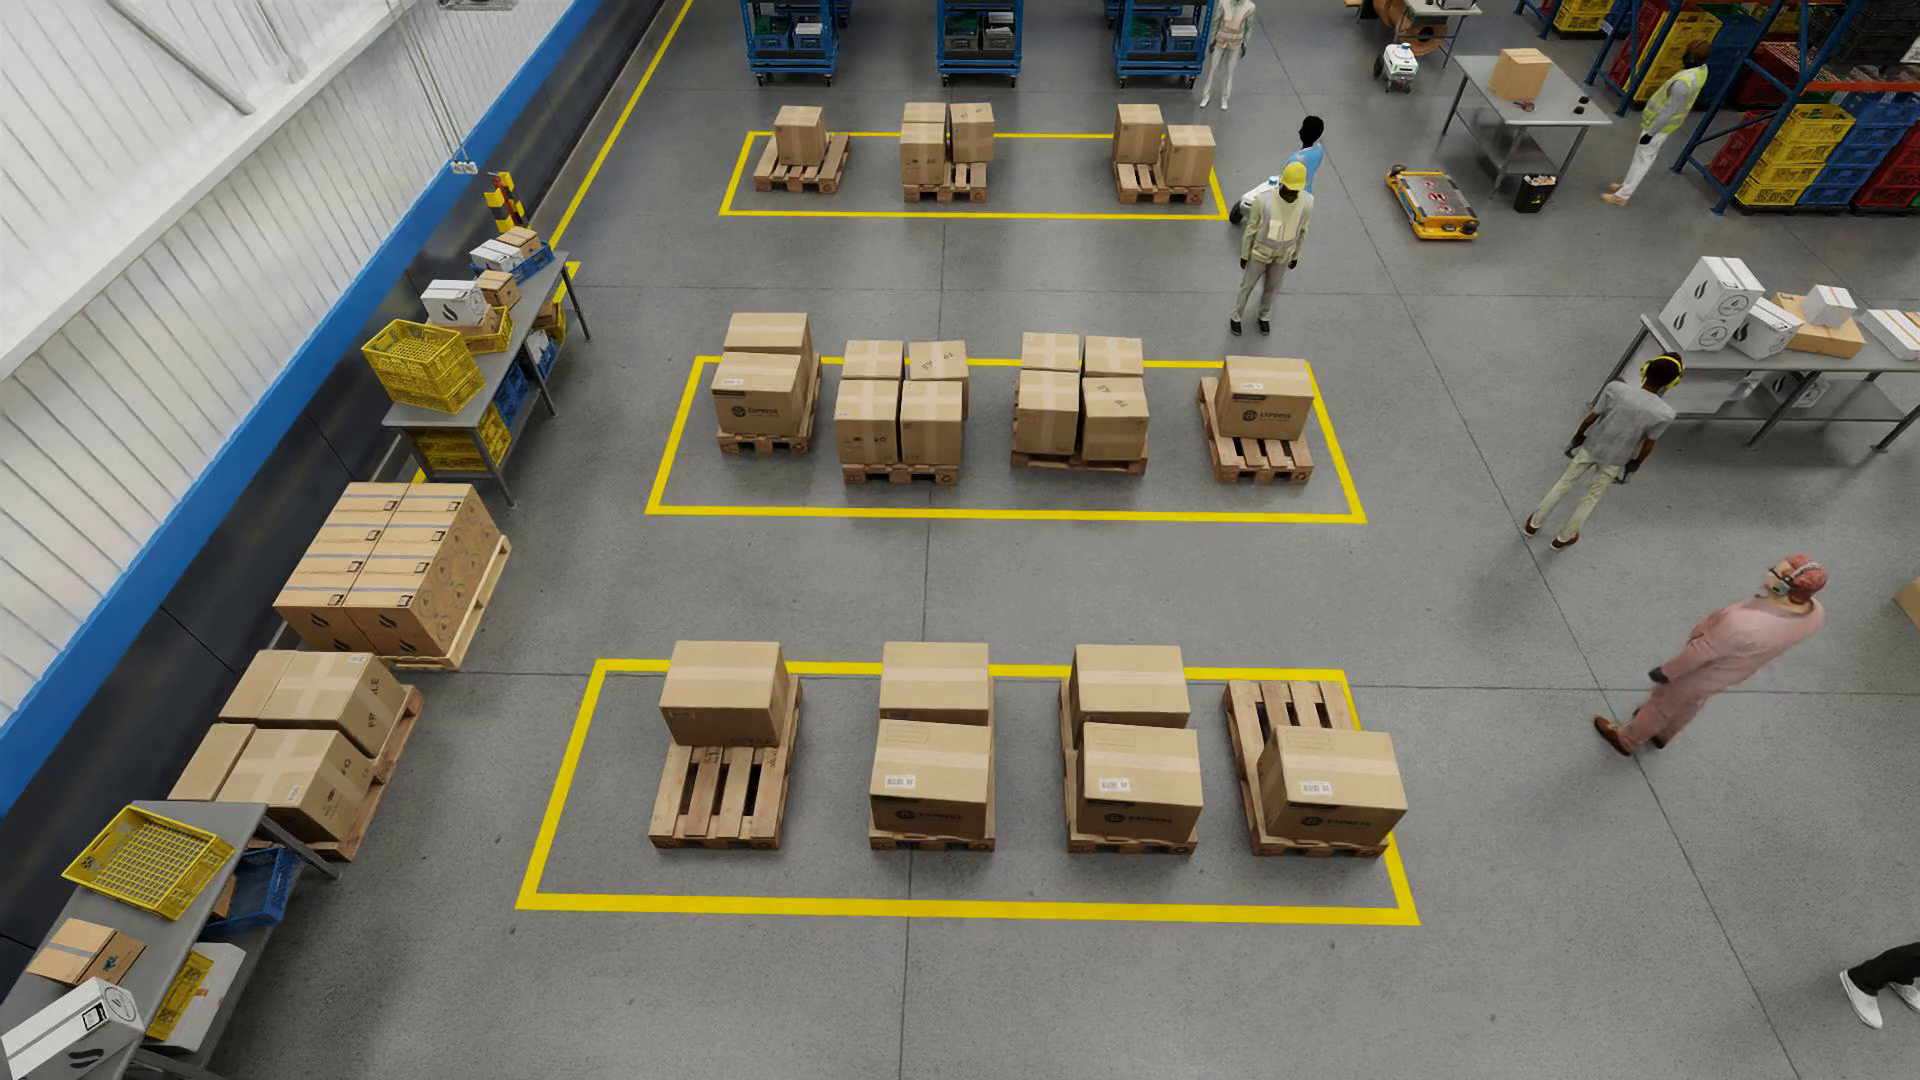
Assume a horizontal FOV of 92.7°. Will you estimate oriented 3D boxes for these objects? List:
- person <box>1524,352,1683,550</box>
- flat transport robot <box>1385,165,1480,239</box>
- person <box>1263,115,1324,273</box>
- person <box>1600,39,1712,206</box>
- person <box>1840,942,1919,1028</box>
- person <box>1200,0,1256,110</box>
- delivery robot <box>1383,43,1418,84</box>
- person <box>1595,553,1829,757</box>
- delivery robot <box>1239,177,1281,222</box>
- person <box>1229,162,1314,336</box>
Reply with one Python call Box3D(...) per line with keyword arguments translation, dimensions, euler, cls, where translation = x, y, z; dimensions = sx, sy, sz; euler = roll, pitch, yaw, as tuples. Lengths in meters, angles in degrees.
Box3D(translation=(4.947, -0.663, 7.036), dimensions=(0.328, 1.877, 0.513), euler=(-35, 58, -26), cls="person")
Box3D(translation=(5.692, -4.094, 11.059), dimensions=(0.652, 0.197, 1.431), euler=(1, 49, 1), cls="flat transport robot")
Box3D(translation=(3.524, -3.635, 9.724), dimensions=(0.541, 1.696, 0.316), euler=(-36, 58, -27), cls="person")
Box3D(translation=(8.125, -4.832, 10.668), dimensions=(0.430, 1.840, 0.624), euler=(37, 58, 27), cls="person")
Box3D(translation=(5.411, 2.013, 4.691), dimensions=(0.587, 1.921, 0.391), euler=(-8, 50, -7), cls="person")
Box3D(translation=(3.641, -6.707, 12.419), dimensions=(0.515, 1.641, 0.315), euler=(14, 51, 12), cls="person")
Box3D(translation=(6.372, -6.919, 13.258), dimensions=(0.477, 0.478, 0.707), euler=(5, 49, 4), cls="delivery robot")
Box3D(translation=(4.729, 0.769, 5.786), dimensions=(0.654, 1.895, 0.395), euler=(-11, 50, -10), cls="person")
Box3D(translation=(3.617, -4.007, 10.737), dimensions=(0.707, 0.478, 0.477), euler=(-33, 57, -26), cls="delivery robot")
Box3D(translation=(3.033, -2.810, 8.930), dimensions=(0.597, 1.824, 0.403), euler=(-1, 49, -1), cls="person")
